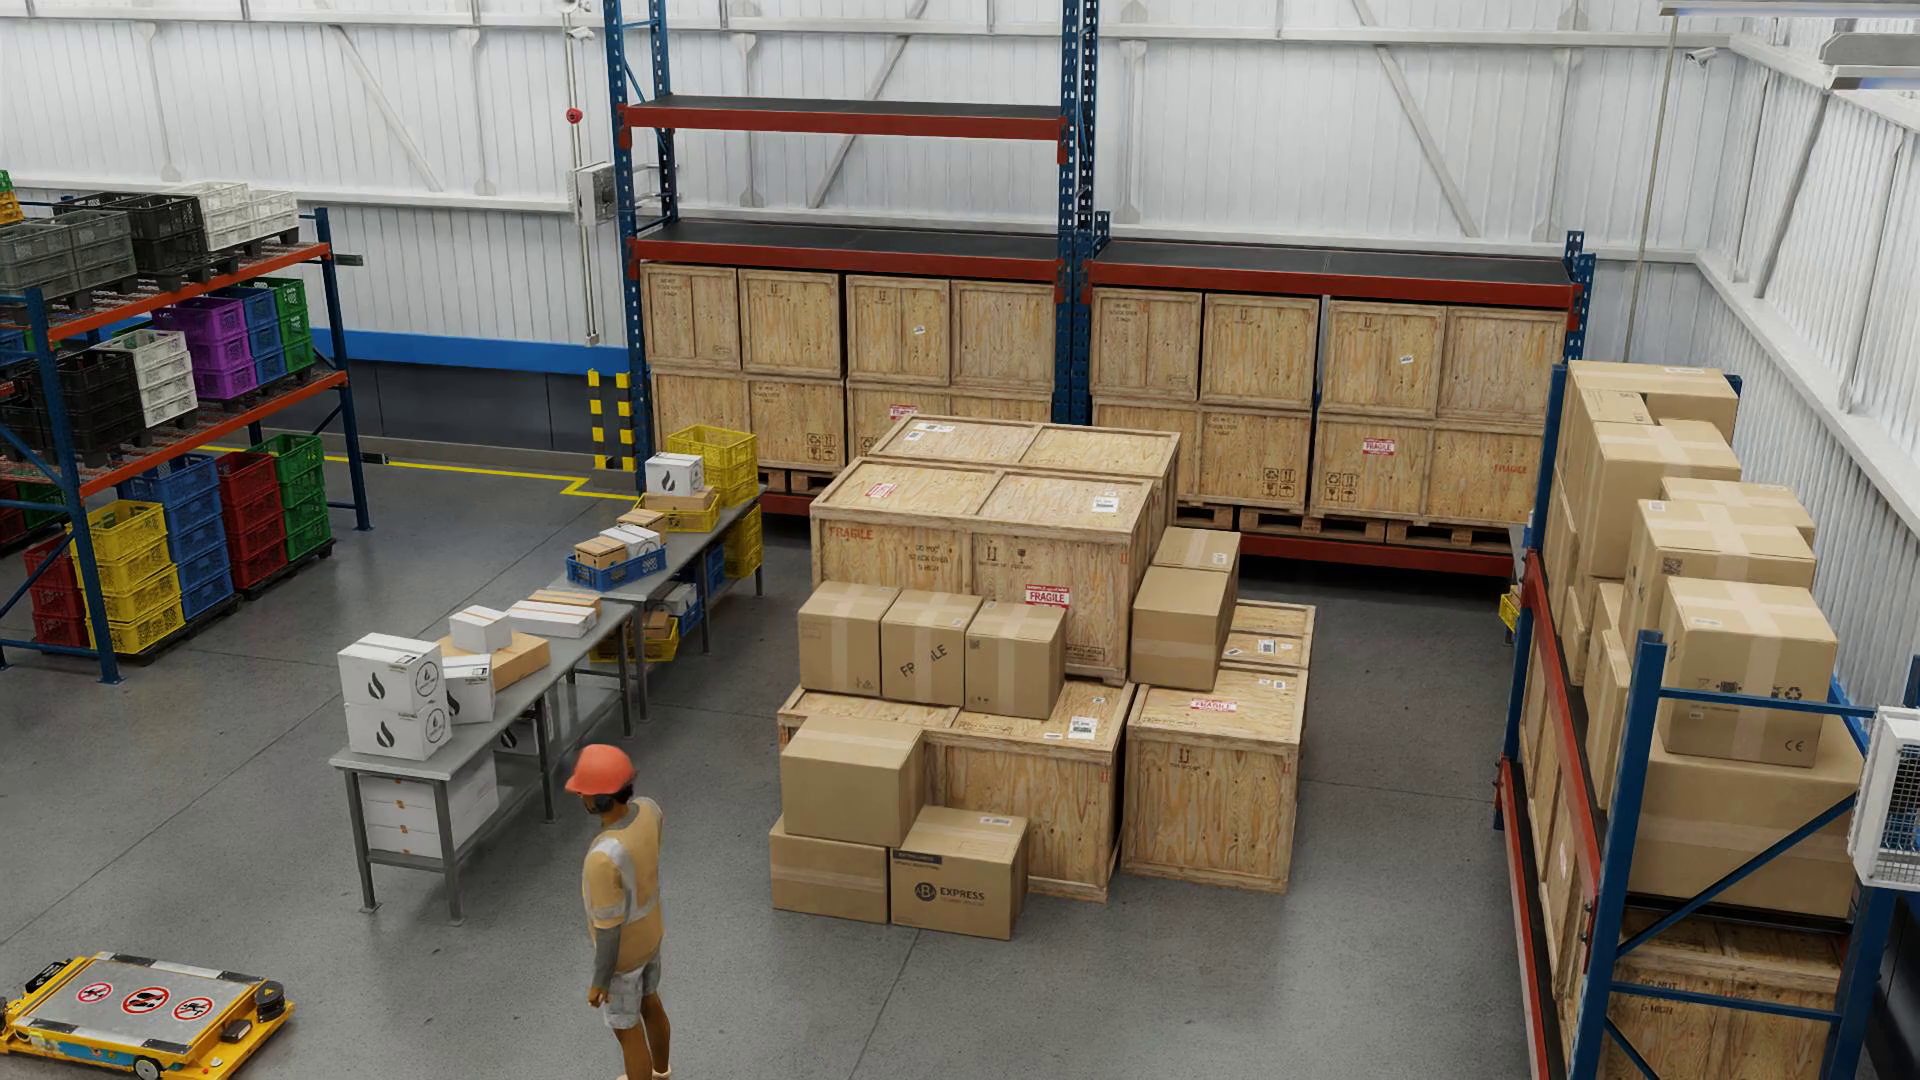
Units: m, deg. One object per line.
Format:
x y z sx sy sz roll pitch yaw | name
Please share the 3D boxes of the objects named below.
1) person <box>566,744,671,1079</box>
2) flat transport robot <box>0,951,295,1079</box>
-1.566 1.860 7.700 0.371 2.044 0.604 4 21 11 | person
-4.270 2.464 8.601 1.431 0.231 0.659 5 22 13 | flat transport robot
